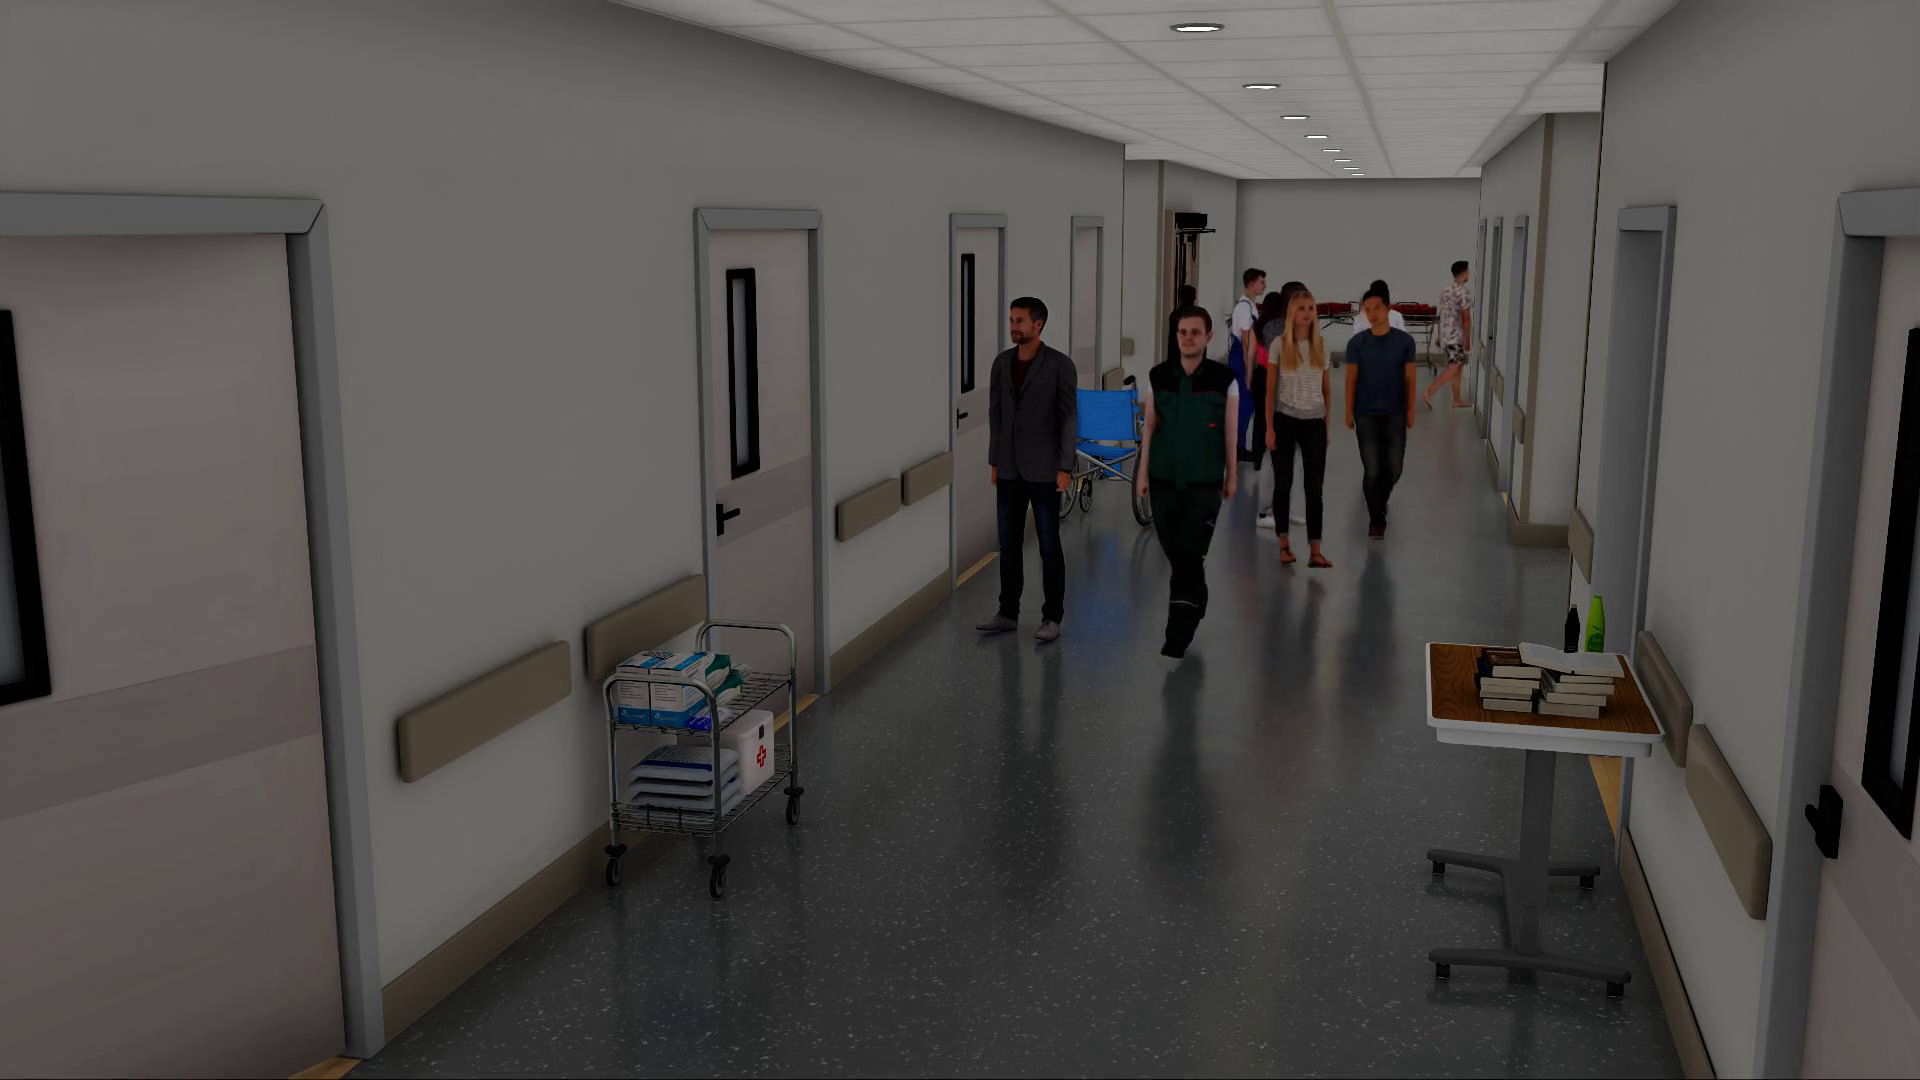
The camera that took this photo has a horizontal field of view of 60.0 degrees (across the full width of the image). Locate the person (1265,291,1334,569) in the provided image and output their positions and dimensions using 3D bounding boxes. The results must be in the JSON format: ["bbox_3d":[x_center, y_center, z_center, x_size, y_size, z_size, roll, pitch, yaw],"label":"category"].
[{"bbox_3d":[2.193,-0.727,11.011,0.845,1.805,1.034,-1,11,-6],"label":"person"}]

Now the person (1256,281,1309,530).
[{"bbox_3d":[2.428,-1.013,12.443,0.811,1.833,0.665,10,14,41],"label":"person"}]

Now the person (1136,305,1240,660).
[{"bbox_3d":[1.214,-0.310,8.808,0.763,1.802,1.204,5,12,23],"label":"person"}]

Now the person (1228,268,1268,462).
[{"bbox_3d":[2.635,-1.674,15.921,0.693,1.835,0.628,3,11,16],"label":"person"}]

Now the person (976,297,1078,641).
[{"bbox_3d":[0.381,-0.392,9.068,0.754,1.871,0.693,7,13,32],"label":"person"}]

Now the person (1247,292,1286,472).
[{"bbox_3d":[2.748,-1.360,14.765,0.664,1.648,0.676,7,13,32],"label":"person"}]

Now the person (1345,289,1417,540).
[{"bbox_3d":[3.007,-0.902,11.995,0.712,1.782,0.852,1,11,6],"label":"person"}]

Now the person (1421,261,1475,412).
[{"bbox_3d":[5.913,-2.450,20.133,1.103,1.789,1.133,-4,11,-18],"label":"person"}]

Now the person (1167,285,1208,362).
[{"bbox_3d":[2.342,-1.804,17.139,0.612,1.636,0.655,1,11,4],"label":"person"}]

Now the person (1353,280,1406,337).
[{"bbox_3d":[3.953,-1.582,15.738,0.686,1.723,0.656,2,11,11],"label":"person"}]
